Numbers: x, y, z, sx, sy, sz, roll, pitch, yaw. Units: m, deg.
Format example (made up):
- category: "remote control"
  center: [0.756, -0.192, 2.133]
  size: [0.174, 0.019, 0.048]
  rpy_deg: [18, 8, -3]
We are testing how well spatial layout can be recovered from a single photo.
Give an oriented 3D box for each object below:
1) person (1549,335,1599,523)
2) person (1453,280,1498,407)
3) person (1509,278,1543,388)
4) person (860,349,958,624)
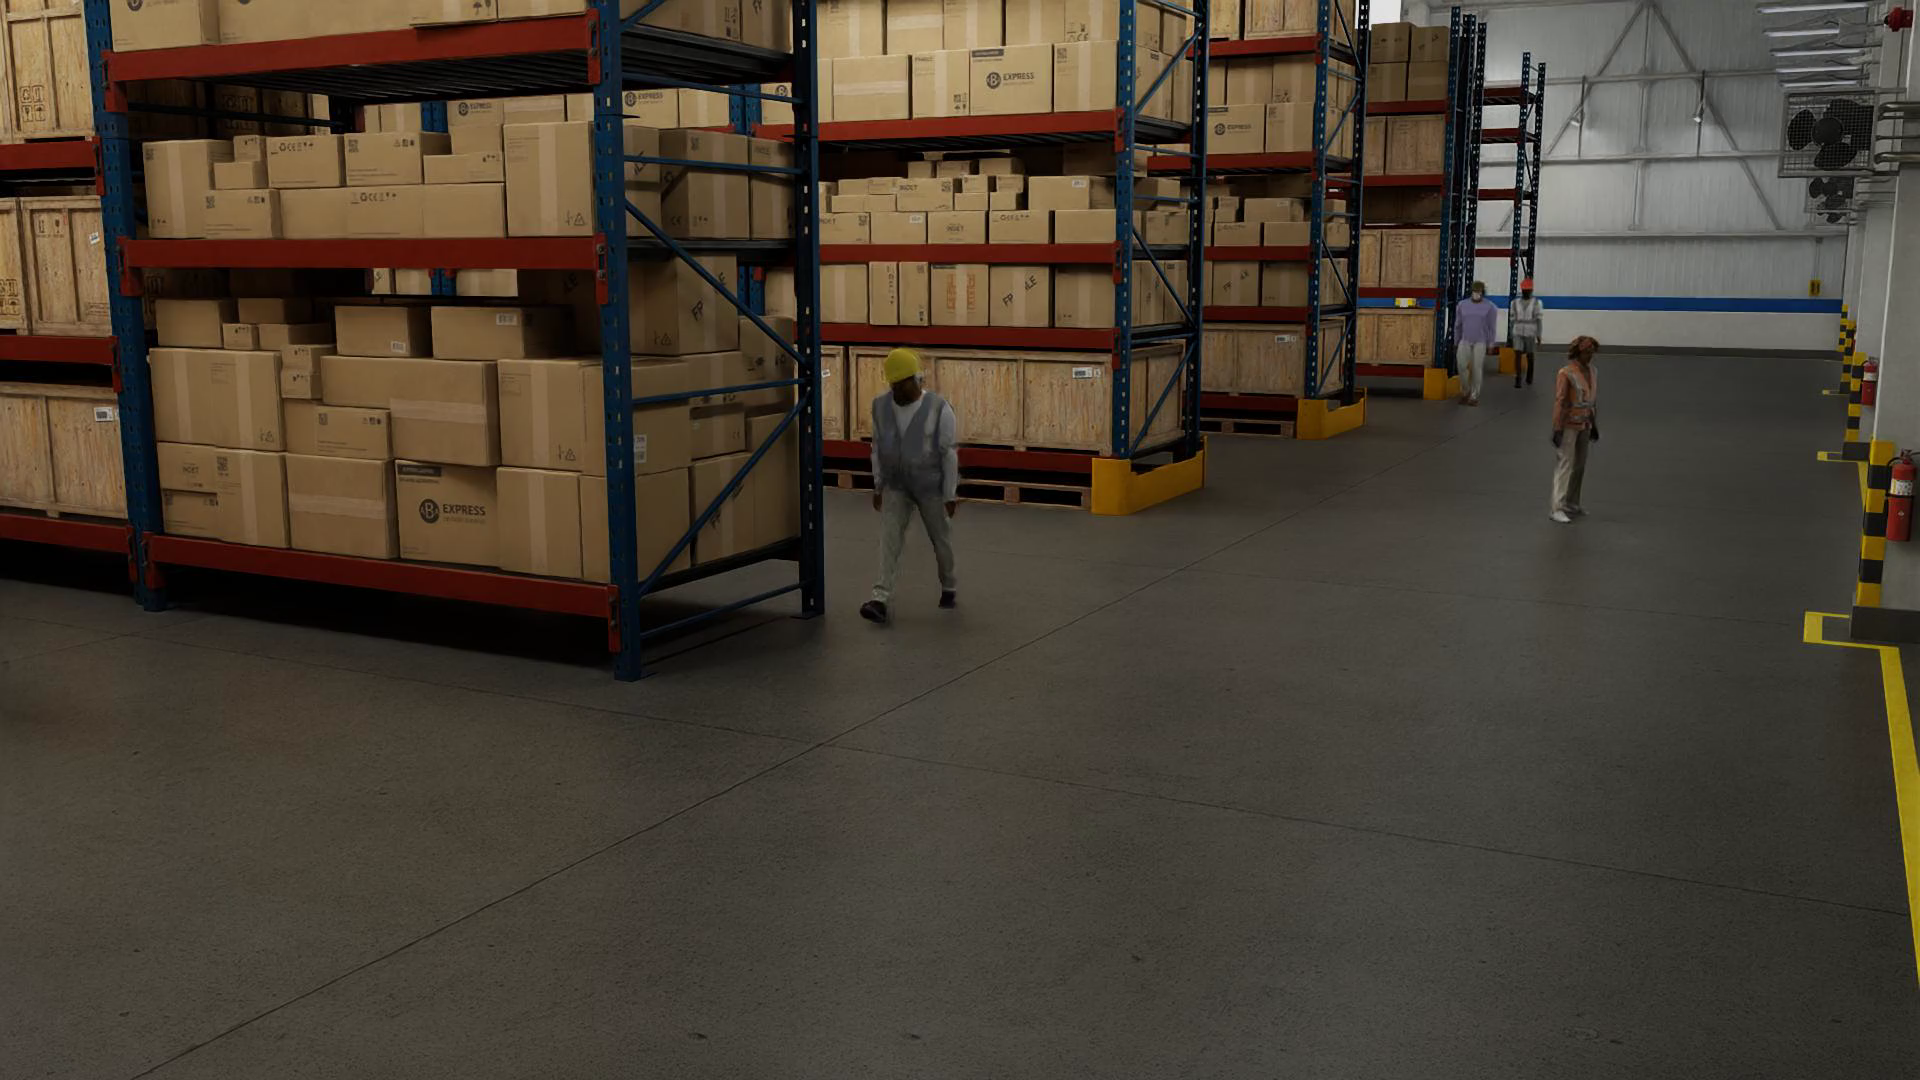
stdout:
- category: "person"
  center: [5.390, -0.980, 14.578]
  size: [0.527, 1.631, 0.337]
  rpy_deg: [-7, 12, -37]
- category: "person"
  center: [7.771, -2.960, 25.168]
  size: [0.656, 1.915, 0.583]
  rpy_deg: [6, 11, 30]
- category: "person"
  center: [9.854, -3.610, 28.962]
  size: [0.549, 1.914, 0.736]
  rpy_deg: [5, 11, 25]
- category: "person"
  center: [-0.304, -0.351, 10.626]
  size: [0.605, 1.727, 1.066]
  rpy_deg: [4, 10, 20]
